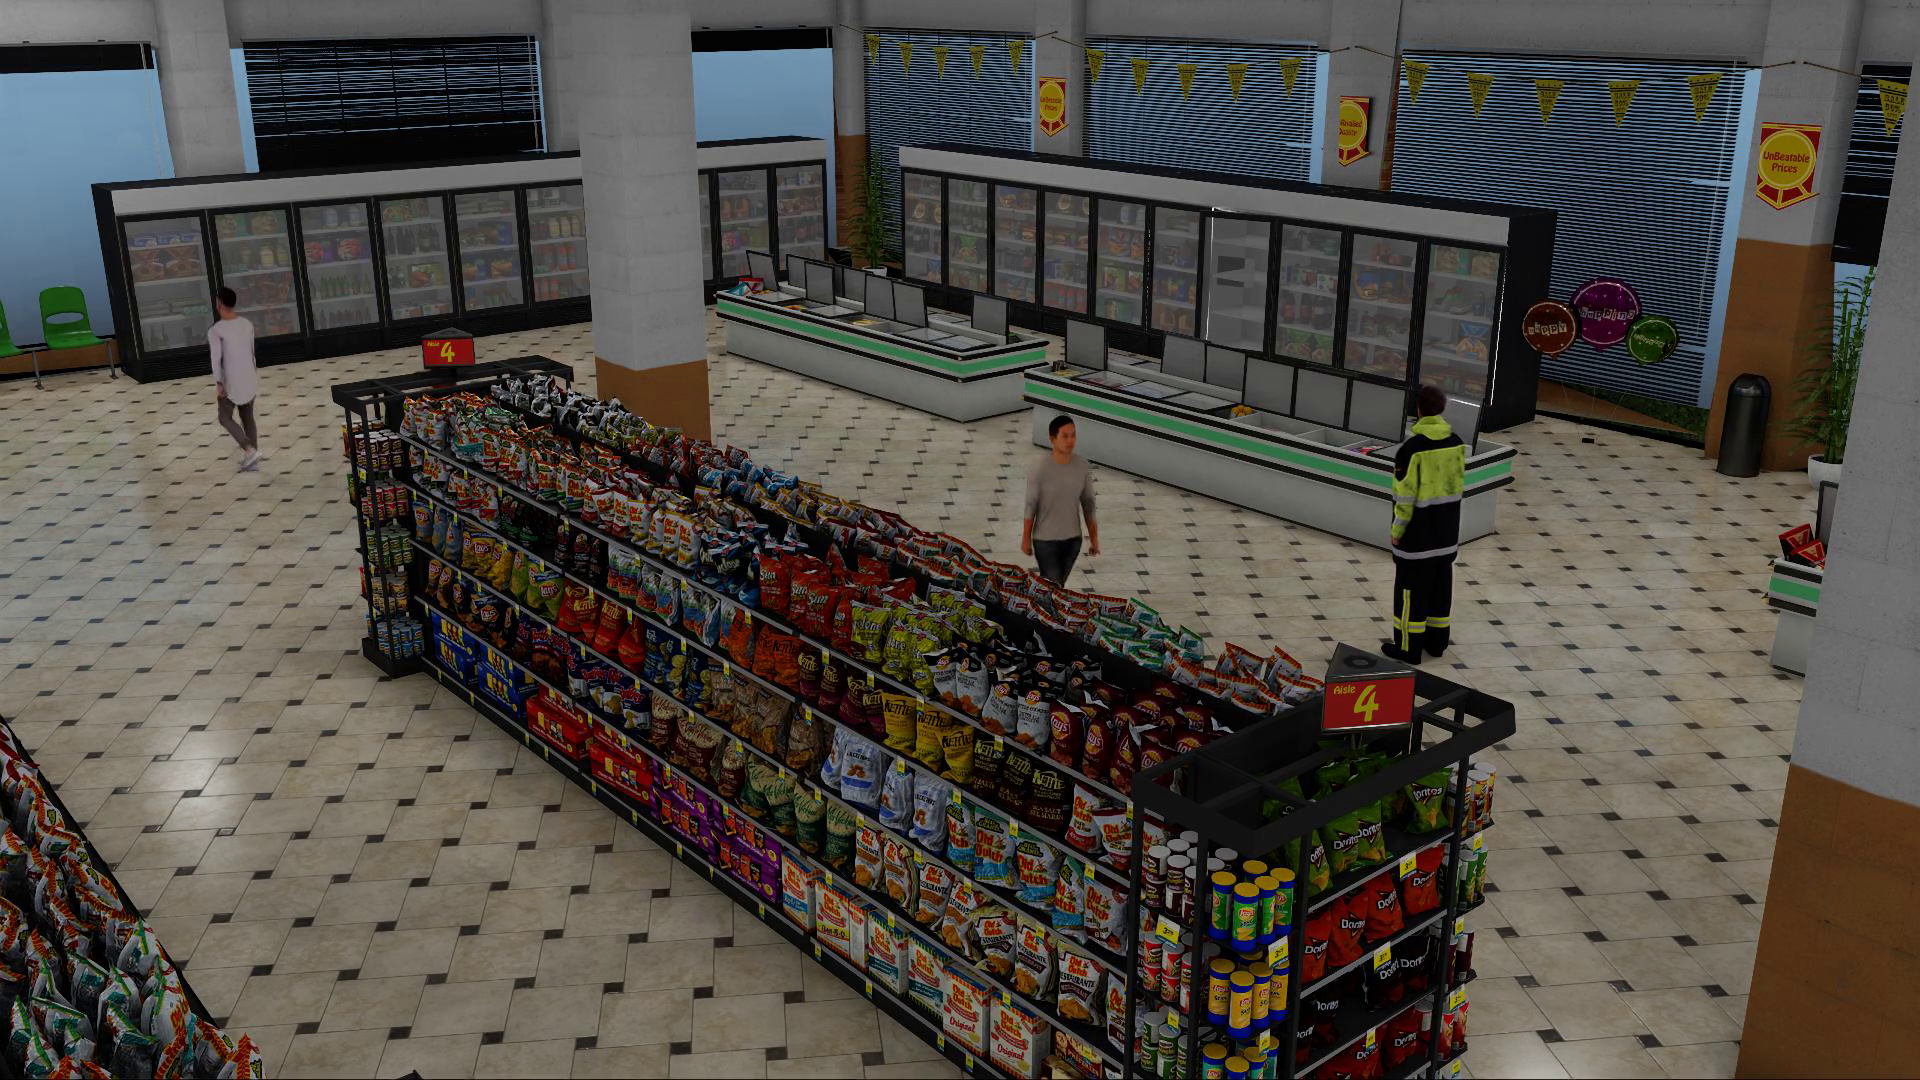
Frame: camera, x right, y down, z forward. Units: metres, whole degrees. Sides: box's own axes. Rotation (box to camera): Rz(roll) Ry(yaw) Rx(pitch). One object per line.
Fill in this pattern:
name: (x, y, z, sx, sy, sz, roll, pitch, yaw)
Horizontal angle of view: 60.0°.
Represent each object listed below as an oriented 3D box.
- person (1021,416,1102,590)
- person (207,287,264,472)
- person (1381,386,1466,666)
person: (0.644, -0.016, 11.766, 0.877, 1.764, 1.242, -9, 20, -24)
person: (-6.982, -1.538, 16.184, 0.869, 1.826, 0.788, 11, 22, 30)
person: (3.272, -0.111, 11.713, 0.807, 1.978, 0.696, -11, 22, -30)
